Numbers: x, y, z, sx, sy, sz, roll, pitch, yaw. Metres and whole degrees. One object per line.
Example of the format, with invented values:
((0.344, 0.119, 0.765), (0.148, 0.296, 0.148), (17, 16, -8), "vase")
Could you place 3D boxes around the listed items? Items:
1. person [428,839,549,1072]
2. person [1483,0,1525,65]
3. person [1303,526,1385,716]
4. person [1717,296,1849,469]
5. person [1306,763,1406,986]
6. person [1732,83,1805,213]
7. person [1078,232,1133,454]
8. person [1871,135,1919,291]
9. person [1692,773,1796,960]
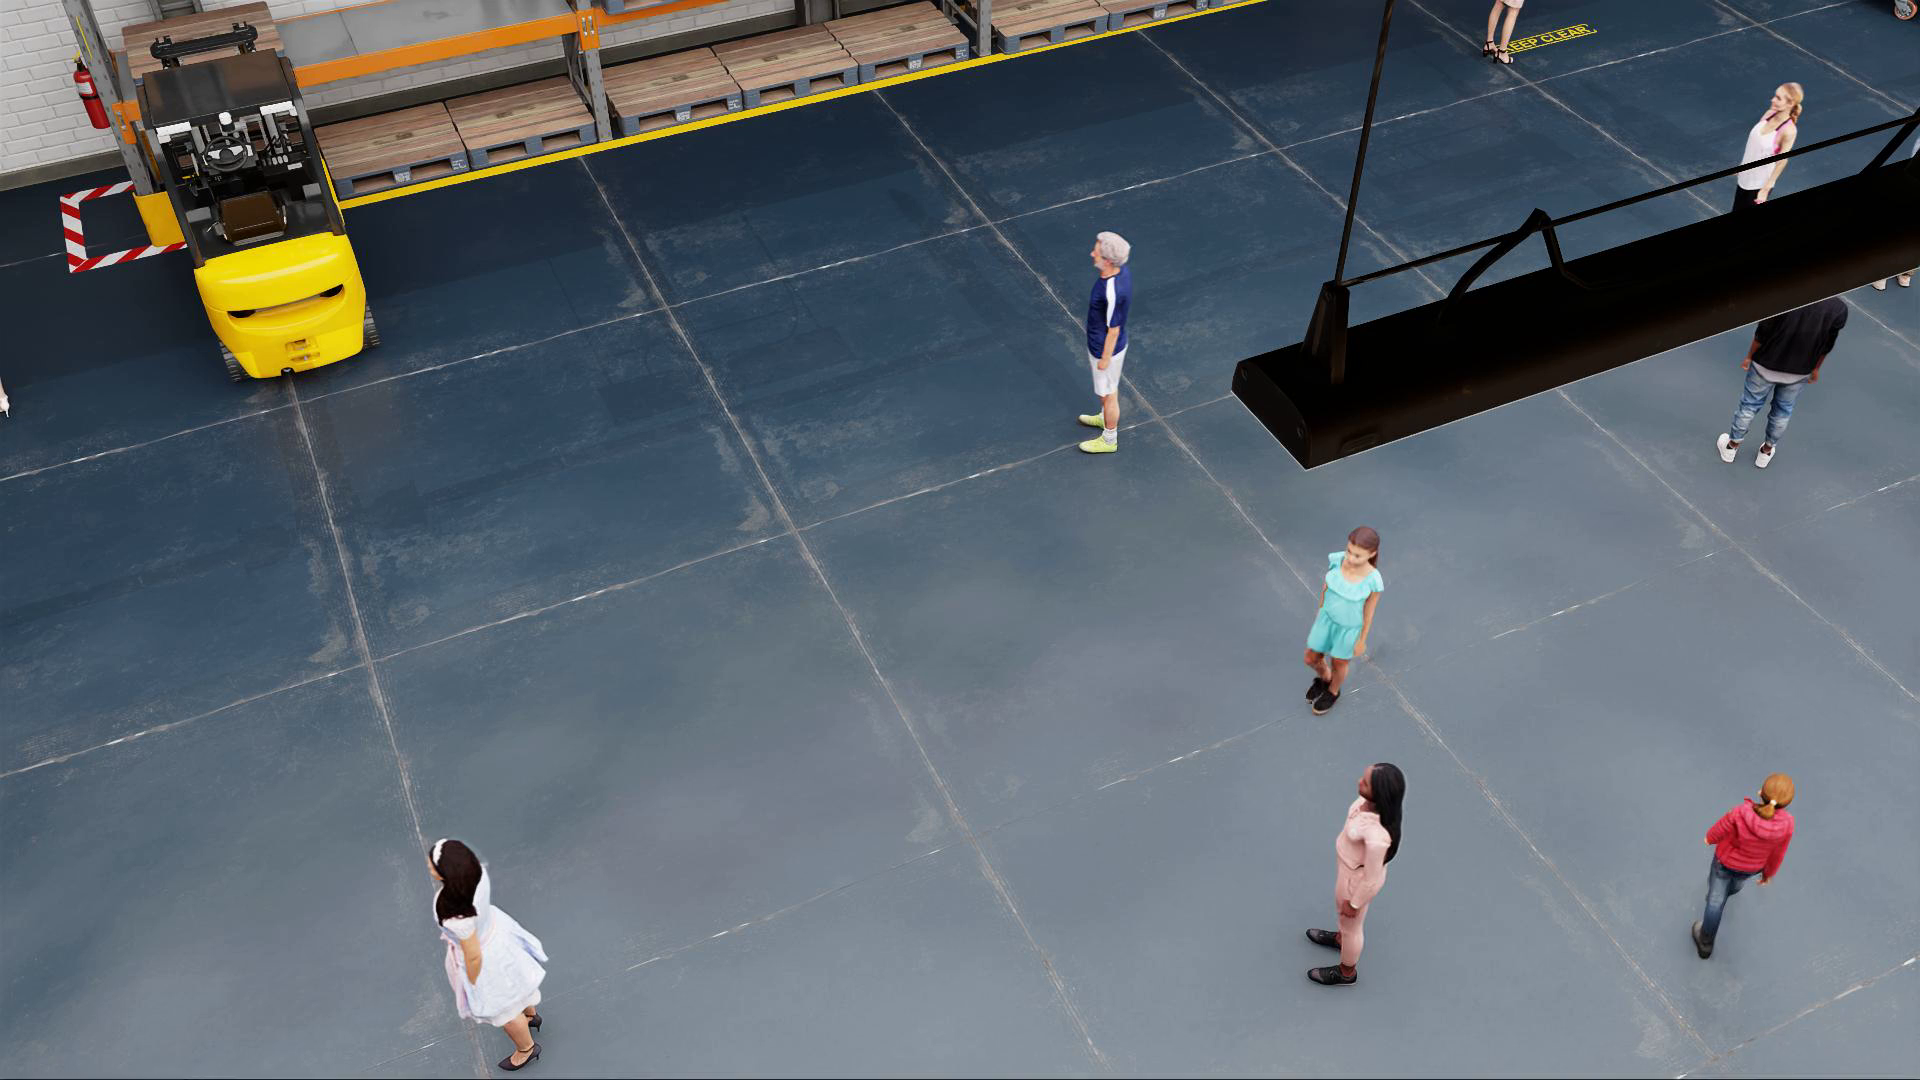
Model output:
((-2.371, 2.082, 8.330), (0.856, 1.816, 0.820), (-1, 44, -1), "person")
((5.469, -5.590, 16.373), (0.485, 1.831, 0.564), (-18, 46, -18), "person")
((2.402, 0.463, 10.223), (0.655, 1.549, 0.633), (-34, 53, -30), "person")
((5.885, -1.286, 11.868), (0.776, 1.813, 0.838), (14, 45, 14), "person")
((2.099, 1.750, 8.749), (0.722, 1.721, 0.704), (7, 44, 7), "person")
((6.524, -2.928, 13.610), (0.631, 1.787, 0.669), (-4, 44, -4), "person")
((1.061, -1.430, 12.001), (0.717, 1.838, 0.714), (3, 44, 4), "person")
((7.862, -2.866, 13.529), (0.611, 1.810, 0.799), (-6, 44, -6), "person")
((4.225, 1.800, 9.006), (0.824, 1.292, 0.838), (8, 44, 8), "person")
